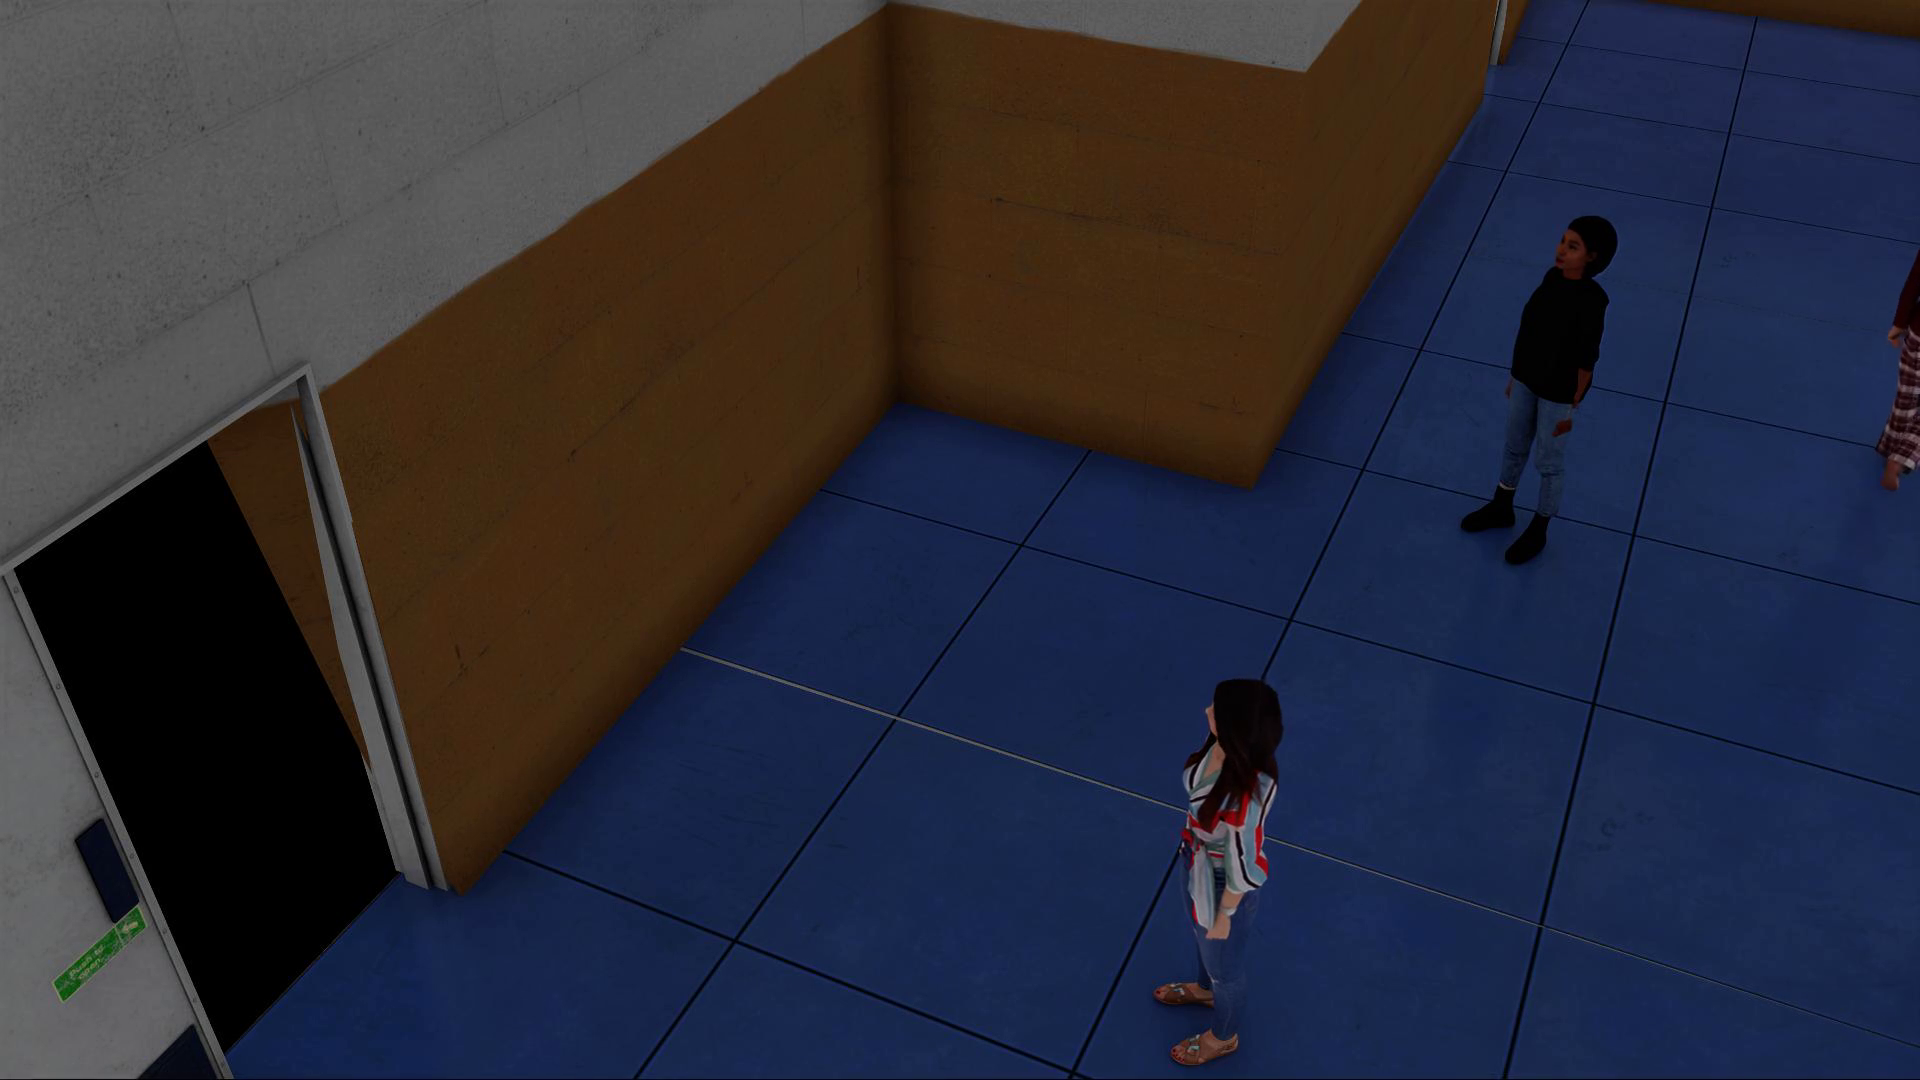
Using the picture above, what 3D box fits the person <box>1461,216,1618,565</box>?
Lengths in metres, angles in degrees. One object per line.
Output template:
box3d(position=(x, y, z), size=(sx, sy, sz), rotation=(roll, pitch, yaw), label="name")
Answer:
box3d(position=(2.673, -0.687, 7.554), size=(0.716, 1.702, 0.642), rotation=(-17, 40, -21), label="person")

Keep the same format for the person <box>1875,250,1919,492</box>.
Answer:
box3d(position=(4.717, -0.974, 7.952), size=(0.901, 1.683, 0.807), rotation=(24, 43, 28), label="person")

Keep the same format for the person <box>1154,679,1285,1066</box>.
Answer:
box3d(position=(0.836, 1.058, 5.305), size=(0.681, 1.612, 0.671), rotation=(-4, 37, -6), label="person")
